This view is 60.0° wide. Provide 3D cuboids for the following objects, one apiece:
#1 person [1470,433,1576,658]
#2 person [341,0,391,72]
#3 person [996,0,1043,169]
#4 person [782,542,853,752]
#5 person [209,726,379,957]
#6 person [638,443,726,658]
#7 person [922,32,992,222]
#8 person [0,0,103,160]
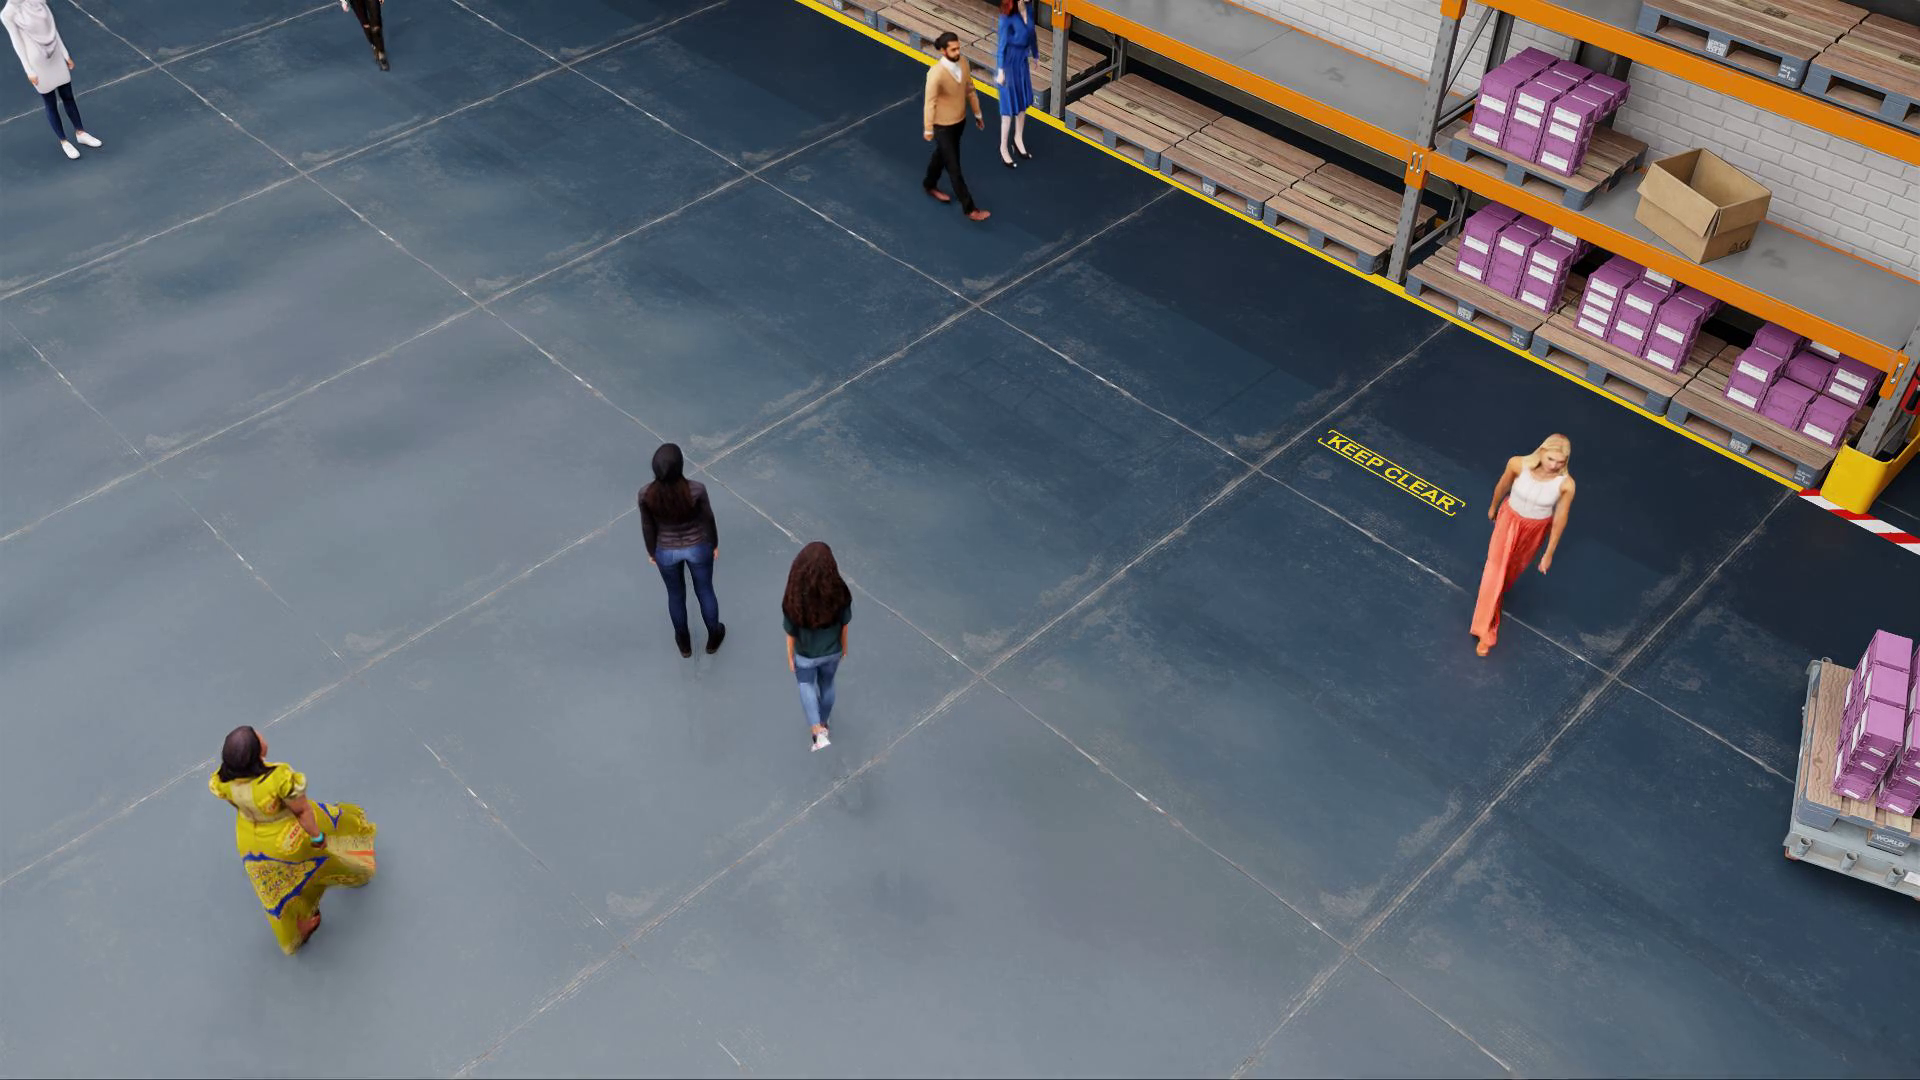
[{"bbox_3d":[3.713,-0.128,10.992,1.181,1.736,0.983,24,48,23],"label":"person"},{"bbox_3d":[-6.068,-5.558,16.888,0.779,1.467,0.885,-10,45,-10],"label":"person"},{"bbox_3d":[0.485,-4.365,15.376,0.581,1.826,0.653,33,53,30],"label":"person"},{"bbox_3d":[-0.841,0.720,10.203,0.775,1.597,0.874,-13,45,-13],"label":"person"},{"bbox_3d":[-3.762,1.689,9.159,1.195,1.635,1.221,3,44,3],"label":"person"},{"bbox_3d":[-1.797,0.071,10.777,0.709,1.745,0.750,-5,44,-5],"label":"person"},{"bbox_3d":[-0.156,-3.714,14.776,1.170,1.710,0.768,27,50,26],"label":"person"},{"bbox_3d":[-8.526,-4.444,15.494,0.608,1.776,0.659,22,48,21],"label":"person"}]
